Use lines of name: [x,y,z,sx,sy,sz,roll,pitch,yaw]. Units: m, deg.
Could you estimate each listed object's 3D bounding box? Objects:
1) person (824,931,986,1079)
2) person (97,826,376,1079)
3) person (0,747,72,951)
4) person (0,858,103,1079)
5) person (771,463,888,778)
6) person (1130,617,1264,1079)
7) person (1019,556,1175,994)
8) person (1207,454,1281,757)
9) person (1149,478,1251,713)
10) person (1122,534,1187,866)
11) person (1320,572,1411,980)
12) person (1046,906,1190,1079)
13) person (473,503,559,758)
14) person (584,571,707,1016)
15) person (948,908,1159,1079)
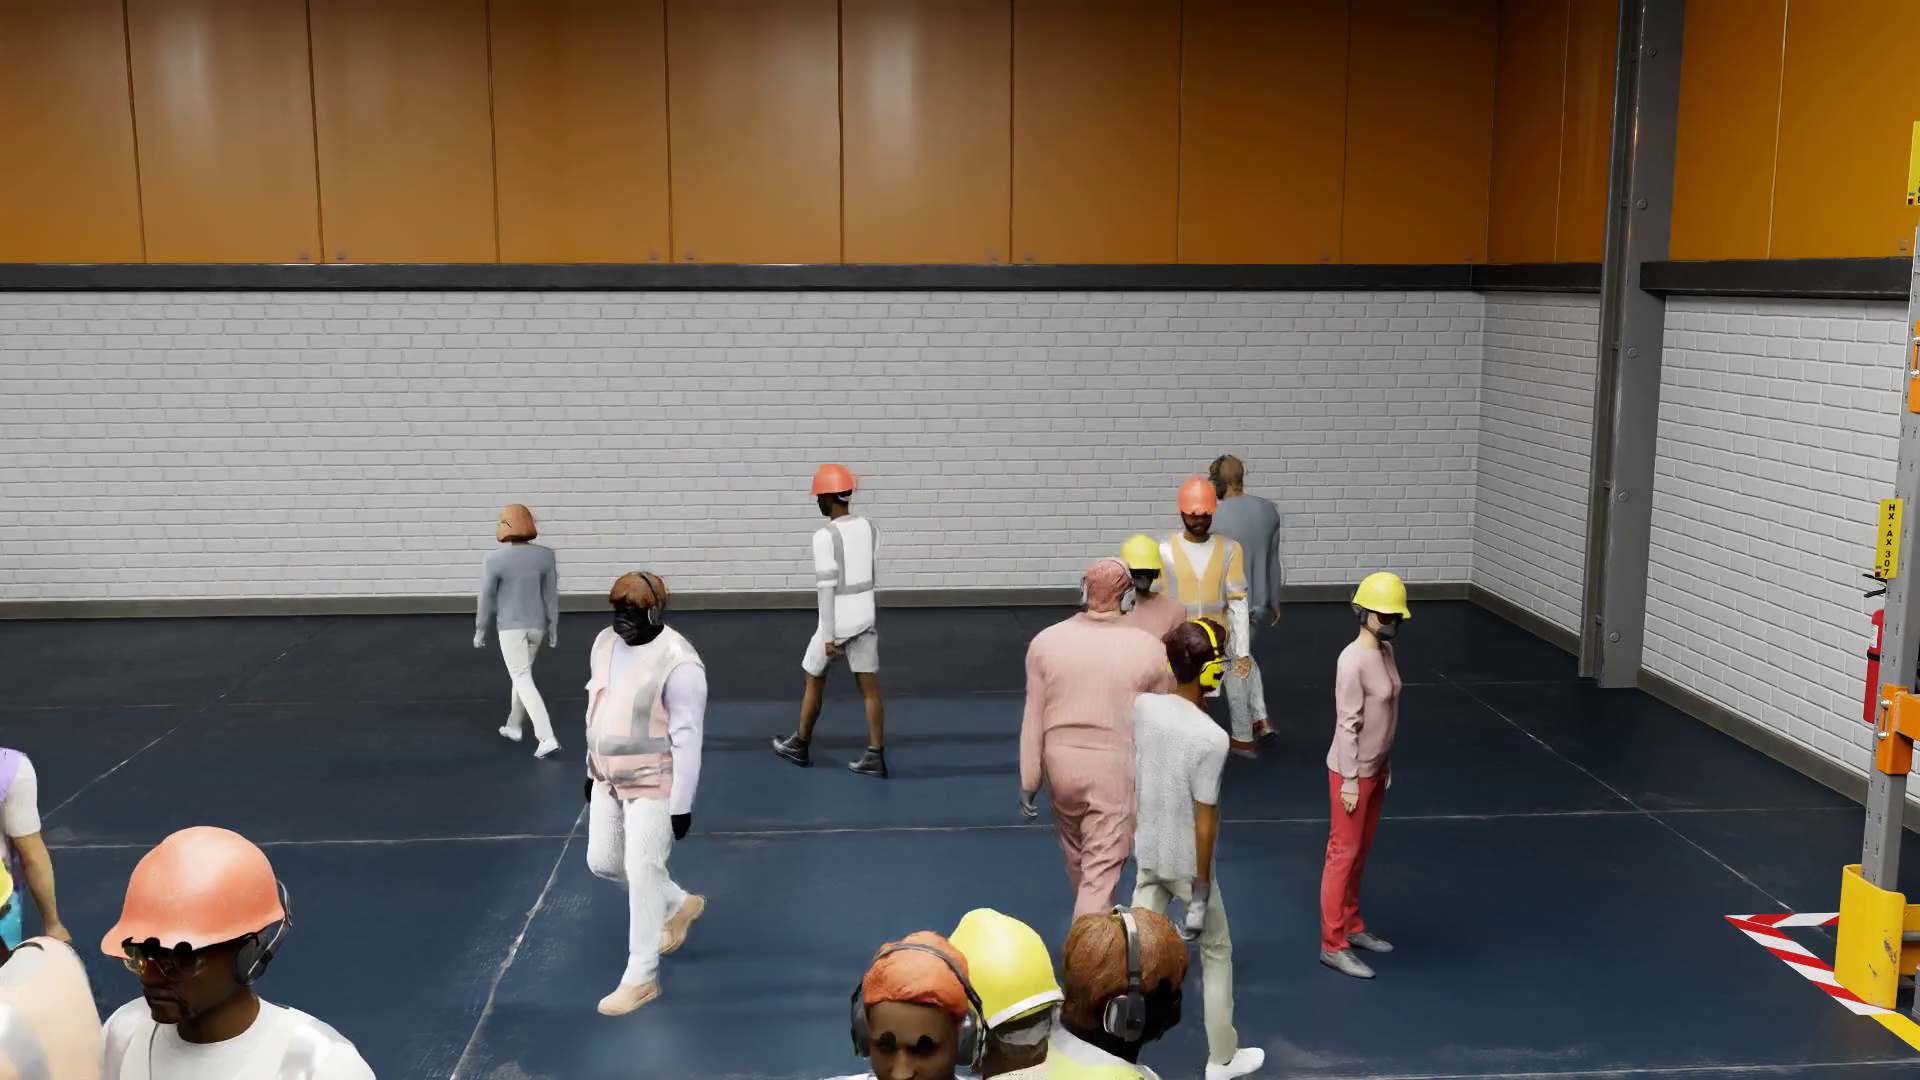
person: [-0.062,1.628,3.095,0.589,1.903,0.527,1,9,7]
person: [-1.368,1.525,3.121,0.607,2.048,0.365,3,10,18]
person: [-3.273,1.285,5.393,0.570,1.811,0.918,0,9,-1]
person: [-2.006,1.527,3.603,0.606,1.889,0.612,-1,9,-5]
person: [-0.790,0.478,10.141,0.894,1.902,0.561,8,12,42]
person: [0.734,1.180,6.007,0.967,1.827,0.530,-8,12,-40]
person: [0.604,1.000,7.056,0.655,1.847,1.013,4,10,23]
person: [1.725,0.417,10.484,0.652,1.916,0.441,-6,11,-32]
person: [1.352,0.603,9.373,0.567,1.892,0.939,-1,9,-4]
person: [0.893,0.810,8.586,0.521,1.748,0.665,-1,9,-4]
person: [1.786,1.006,7.273,0.333,1.763,0.527,6,11,31]
person: [0.292,1.603,3.334,0.433,1.827,0.653,-3,10,-20]
person: [-2.782,0.564,10.573,0.841,1.593,0.514,9,13,44]
person: [-1.322,1.017,6.989,0.668,1.827,0.636,8,12,41]
person: [0.145,1.621,3.281,0.614,1.804,0.493,-4,10,-21]
